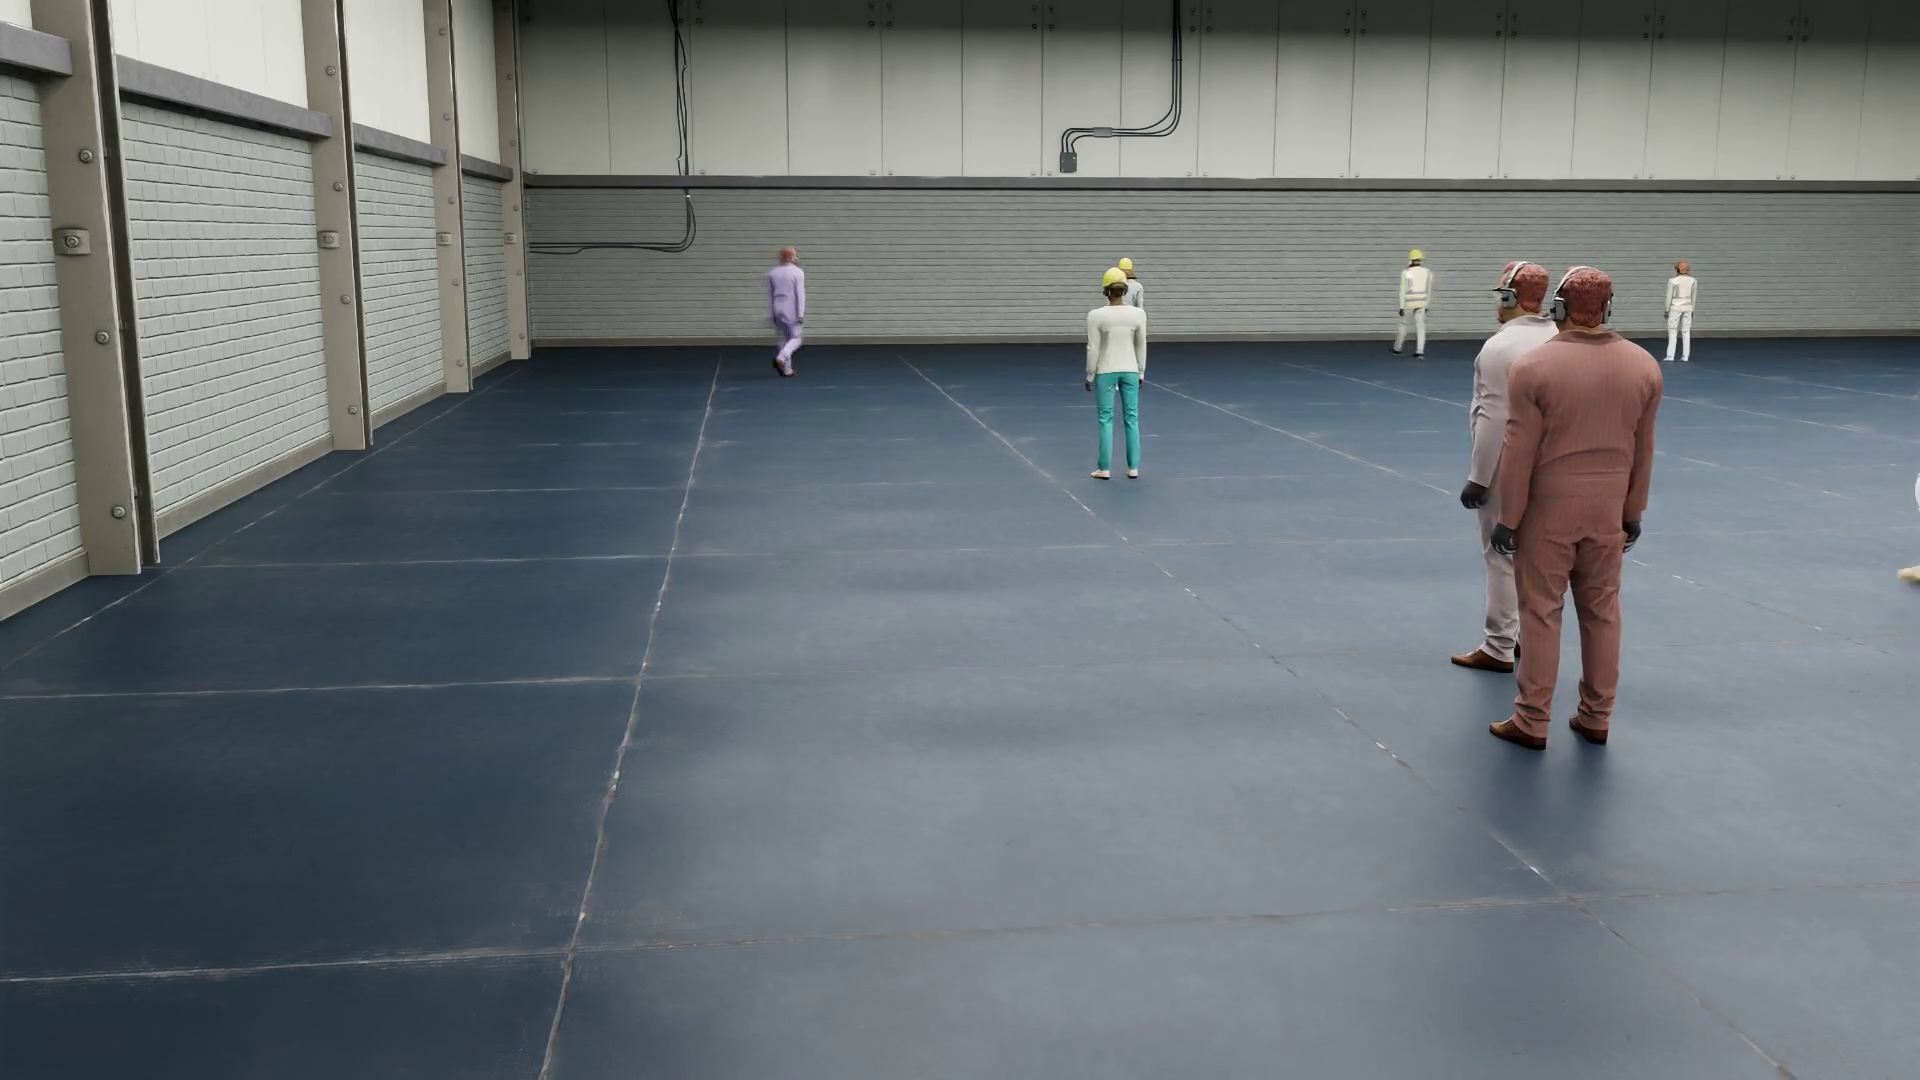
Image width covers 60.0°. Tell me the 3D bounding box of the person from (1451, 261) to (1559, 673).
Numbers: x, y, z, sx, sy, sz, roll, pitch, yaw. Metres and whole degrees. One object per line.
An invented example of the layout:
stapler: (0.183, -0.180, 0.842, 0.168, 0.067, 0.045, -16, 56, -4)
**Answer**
person: (2.580, -0.336, 7.782, 0.637, 1.911, 0.406, -7, 13, -35)

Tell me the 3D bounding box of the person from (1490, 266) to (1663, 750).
person: (2.406, -0.119, 6.591, 0.651, 1.907, 0.409, -2, 11, -12)

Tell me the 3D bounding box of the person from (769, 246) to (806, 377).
person: (-2.496, -3.251, 23.808, 0.651, 1.891, 0.578, 7, 13, 34)

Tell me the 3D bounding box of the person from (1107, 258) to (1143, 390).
person: (2.182, -2.865, 22.096, 0.492, 1.742, 0.324, -1, 10, -7)

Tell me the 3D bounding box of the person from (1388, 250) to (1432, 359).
person: (7.566, -3.956, 27.930, 0.610, 1.793, 0.847, -2, 11, -13)

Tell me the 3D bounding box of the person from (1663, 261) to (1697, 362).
person: (11.722, -3.714, 27.063, 0.509, 1.629, 0.314, -1, 10, -7)

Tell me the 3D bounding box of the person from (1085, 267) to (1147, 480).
person: (1.303, -1.374, 13.904, 0.529, 1.778, 0.353, -2, 11, -11)

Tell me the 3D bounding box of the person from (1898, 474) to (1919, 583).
person: (5.767, -0.639, 9.669, 0.609, 1.824, 0.666, 6, 12, 31)
